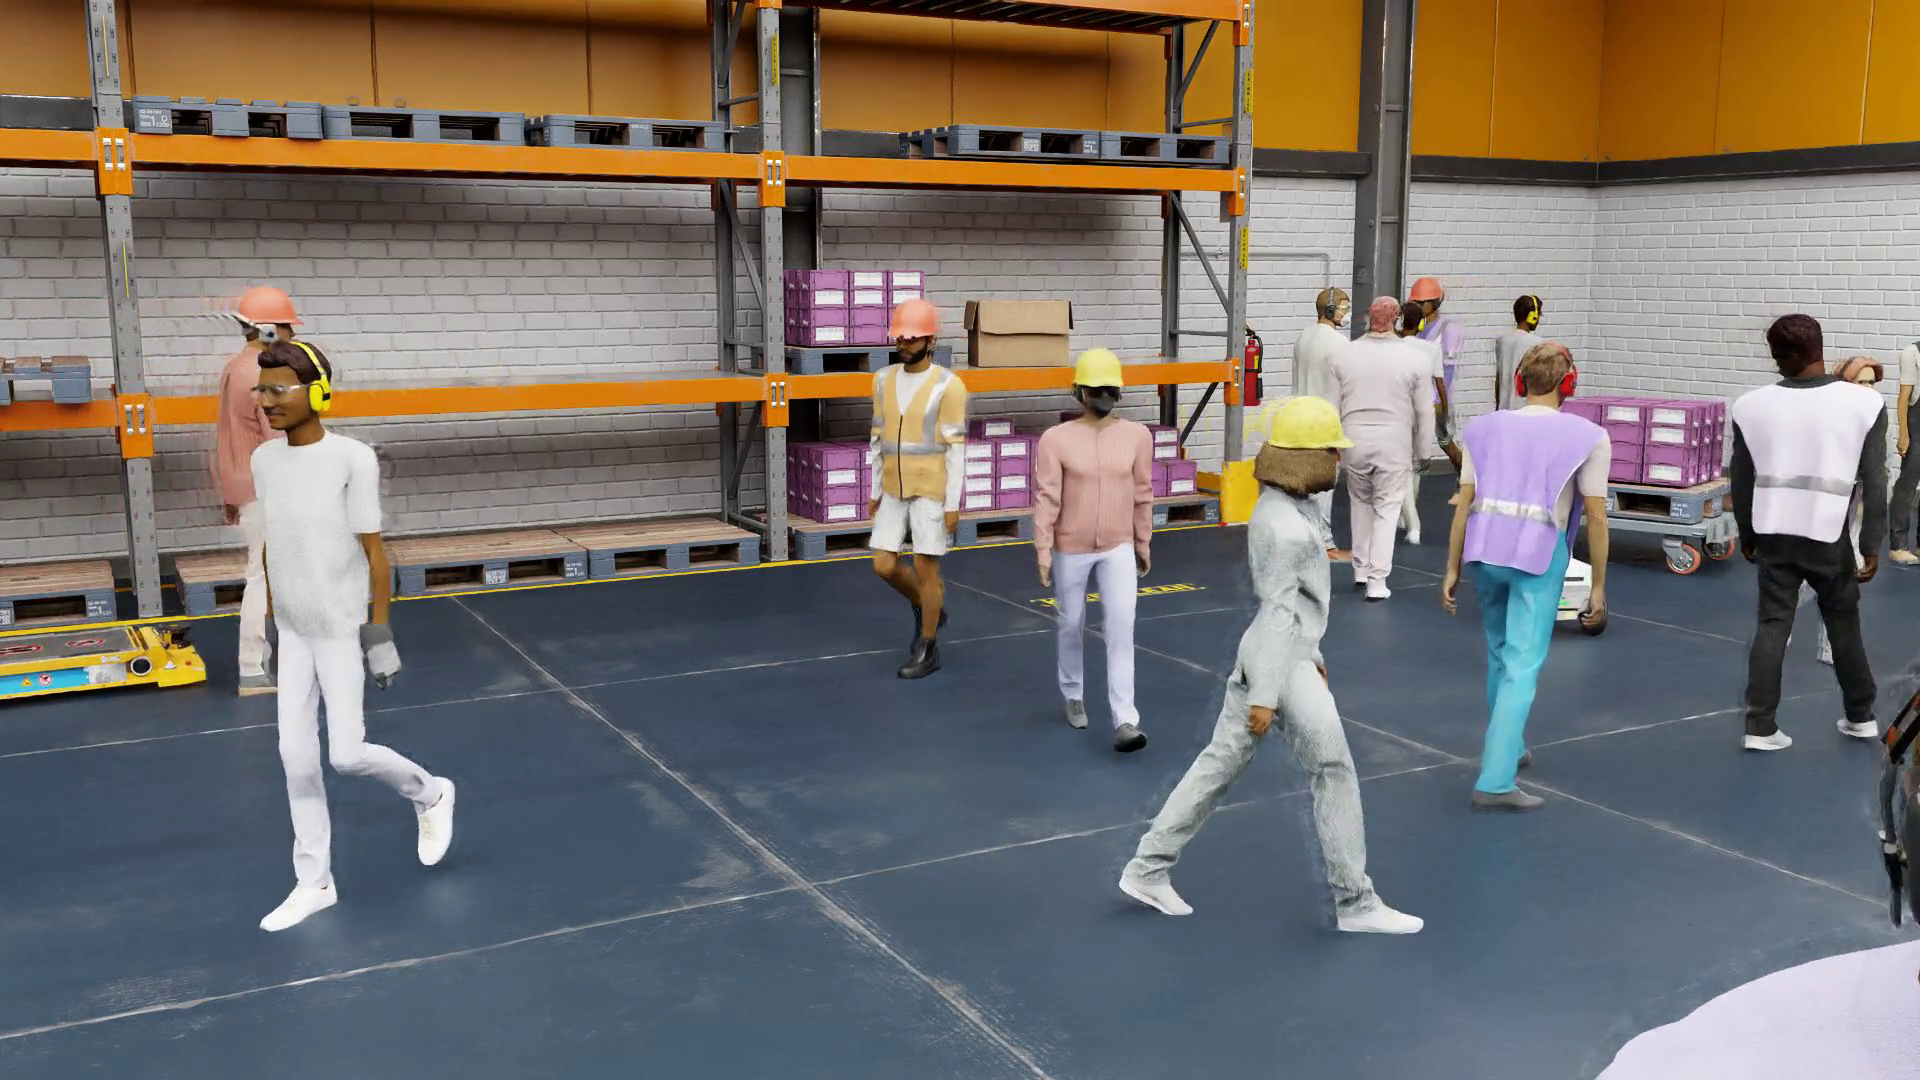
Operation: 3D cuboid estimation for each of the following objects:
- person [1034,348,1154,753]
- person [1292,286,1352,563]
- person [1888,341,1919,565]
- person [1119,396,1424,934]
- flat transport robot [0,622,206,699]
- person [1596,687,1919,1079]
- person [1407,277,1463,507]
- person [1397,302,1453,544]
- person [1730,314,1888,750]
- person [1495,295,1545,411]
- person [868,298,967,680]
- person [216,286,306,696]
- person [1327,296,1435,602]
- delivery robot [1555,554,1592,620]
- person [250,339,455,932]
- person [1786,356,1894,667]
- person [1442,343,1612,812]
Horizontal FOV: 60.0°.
[{"bbox_3d":[0.591,0.040,7.178,0.546,1.715,0.920,-1,9,-7],"label":"person"},{"bbox_3d":[2.556,-0.812,11.744,0.353,1.936,0.633,-3,10,-17],"label":"person"},{"bbox_3d":[6.780,-0.745,11.616,0.507,1.846,0.346,-2,10,-12],"label":"person"},{"bbox_3d":[0.950,0.389,5.165,0.927,1.693,0.486,0,9,0],"label":"person"},{"bbox_3d":[-4.496,0.617,8.097,1.431,0.197,0.652,-6,11,-31],"label":"flat transport robot"},{"bbox_3d":[0.738,0.936,1.230,0.639,1.904,0.978,1,9,7],"label":"person"},{"bbox_3d":[4.070,-1.245,14.236,1.000,2.000,0.610,-6,11,-33],"label":"person"},{"bbox_3d":[3.452,-0.904,12.726,0.543,1.802,0.996,0,9,2],"label":"person"},{"bbox_3d":[3.664,-0.021,7.147,0.653,1.873,0.707,6,11,34],"label":"person"},{"bbox_3d":[4.448,-1.013,13.210,0.387,1.850,0.575,-5,11,-28],"label":"person"},{"bbox_3d":[-0.209,-0.258,8.417,0.568,1.918,0.497,6,11,32],"label":"person"},{"bbox_3d":[-3.337,-0.232,8.072,0.522,1.974,0.656,-7,12,-37],"label":"person"},{"bbox_3d":[2.671,-0.583,10.487,0.656,1.882,0.741,5,11,30],"label":"person"},{"bbox_3d":[3.345,0.189,9.554,0.477,0.478,0.707,0,9,-3],"label":"delivery robot"},{"bbox_3d":[-1.997,0.277,5.360,0.524,1.857,0.657,4,10,24],"label":"person"},{"bbox_3d":[4.493,-0.144,8.597,0.533,1.624,0.465,-1,9,-9],"label":"person"},{"bbox_3d":[2.205,0.131,6.511,0.587,1.784,0.828,8,12,40],"label":"person"}]
